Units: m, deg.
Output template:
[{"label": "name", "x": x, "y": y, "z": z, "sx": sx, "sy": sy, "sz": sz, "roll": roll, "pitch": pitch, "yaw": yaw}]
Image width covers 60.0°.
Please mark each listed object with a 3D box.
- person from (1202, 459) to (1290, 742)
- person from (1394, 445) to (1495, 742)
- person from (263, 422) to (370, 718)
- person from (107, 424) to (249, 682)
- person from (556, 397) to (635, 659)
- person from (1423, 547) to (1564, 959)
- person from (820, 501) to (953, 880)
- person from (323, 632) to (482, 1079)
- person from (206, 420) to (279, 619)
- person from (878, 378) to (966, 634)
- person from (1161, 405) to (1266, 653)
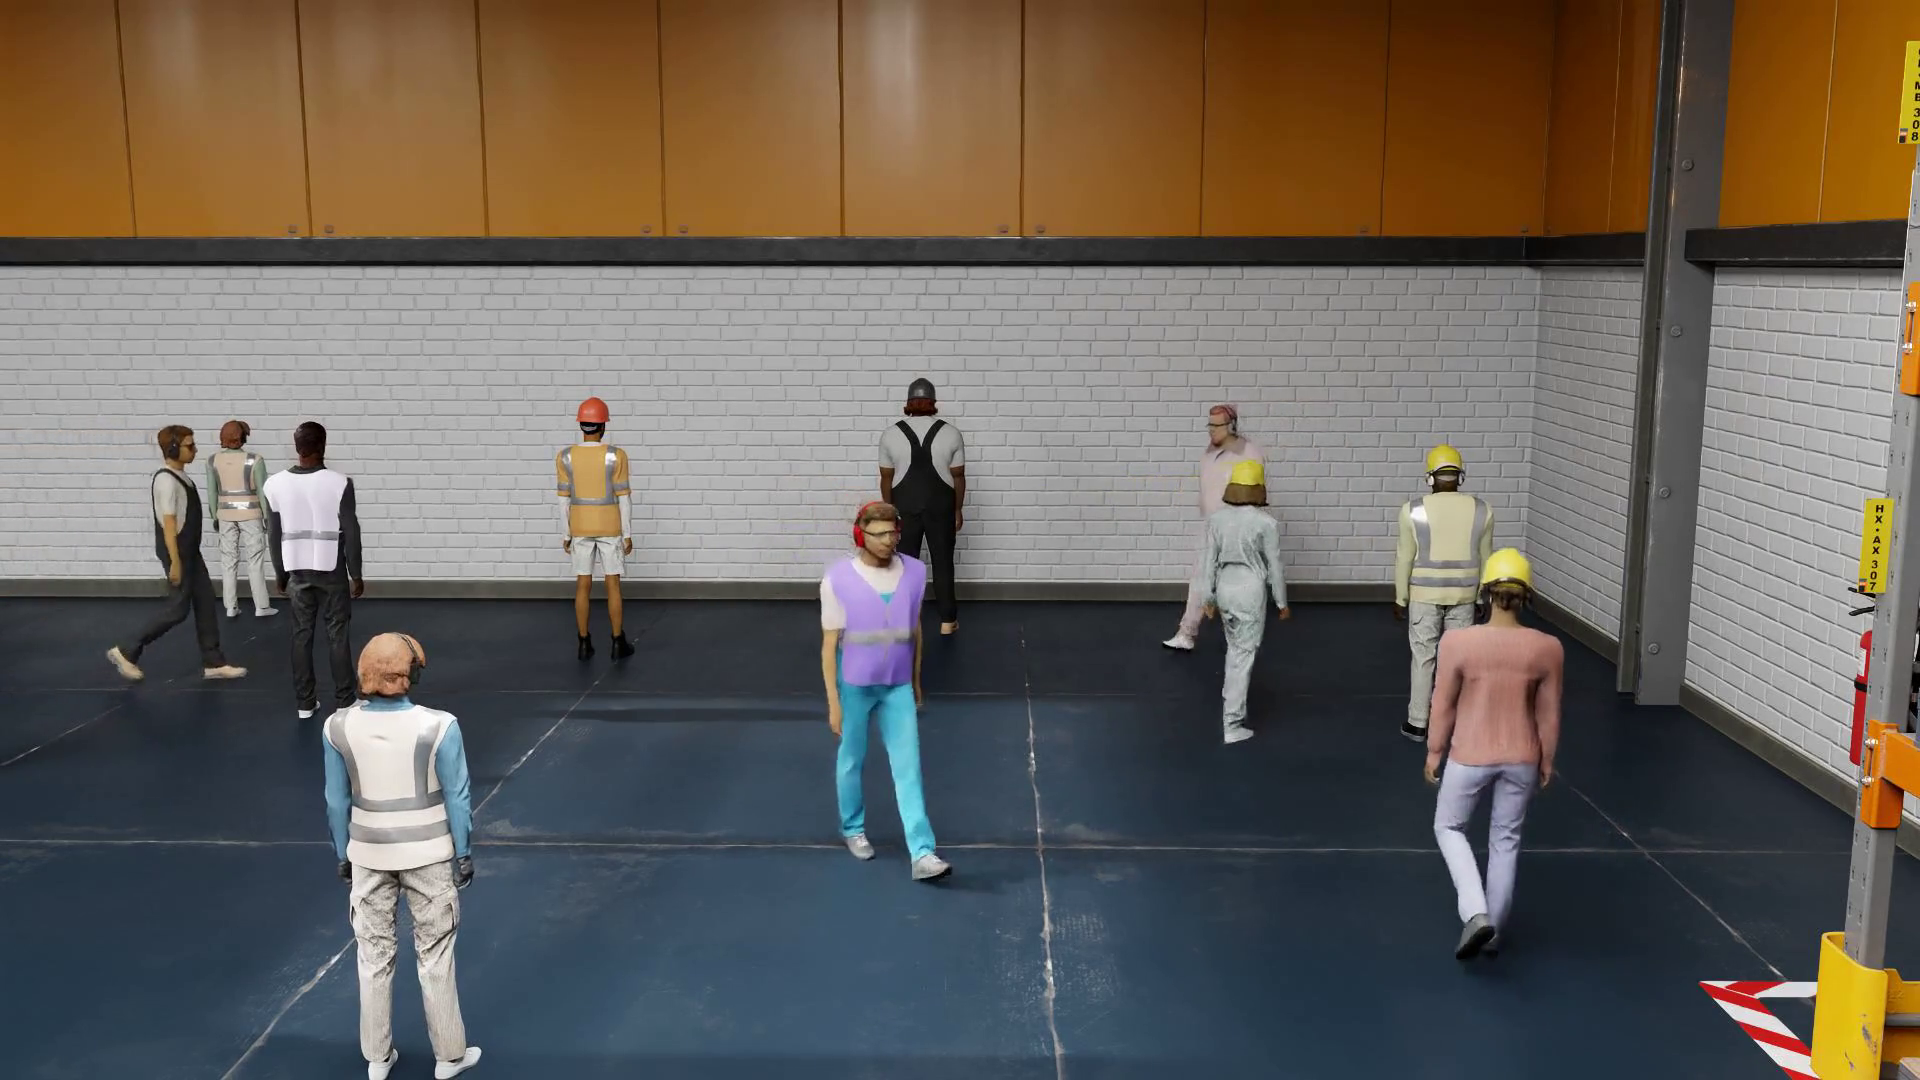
[{"label": "person", "x": 1.773, "y": 0.365, "z": 10.254, "sx": 0.497, "sy": 1.725, "sz": 0.621, "roll": 9, "pitch": 13, "yaw": 43}, {"label": "person", "x": 2.936, "y": 0.330, "z": 10.147, "sx": 0.586, "sy": 1.823, "sz": 0.403, "roll": 0, "pitch": 9, "yaw": 1}, {"label": "person", "x": -4.121, "y": 0.200, "z": 10.658, "sx": 0.589, "sy": 1.915, "sz": 0.393, "roll": 0, "pitch": 9, "yaw": 1}, {"label": "person", "x": -5.462, "y": 0.108, "z": 11.501, "sx": 0.810, "sy": 1.823, "sz": 0.513, "roll": -3, "pitch": 10, "yaw": -15}, {"label": "person", "x": -2.675, "y": -0.079, "z": 12.253, "sx": 0.542, "sy": 1.938, "sz": 0.358, "roll": 0, "pitch": 9, "yaw": 1}, {"label": "person", "x": 2.214, "y": 0.905, "z": 6.882, "sx": 0.546, "sy": 1.752, "sz": 0.492, "roll": 0, "pitch": 9, "yaw": 2}, {"label": "person", "x": -0.364, "y": 0.718, "z": 7.878, "sx": 0.590, "sy": 1.794, "sz": 0.946, "roll": -5, "pitch": 11, "yaw": -28}, {"label": "person", "x": -1.974, "y": 1.132, "z": 5.893, "sx": 0.511, "sy": 1.640, "sz": 0.308, "roll": 0, "pitch": 9, "yaw": 1}, {"label": "person", "x": -5.902, "y": -0.164, "z": 13.653, "sx": 0.511, "sy": 1.641, "sz": 0.308, "roll": 0, "pitch": 9, "yaw": 1}, {"label": "person", "x": -0.291, "y": -0.274, "z": 13.111, "sx": 0.678, "sy": 2.000, "sz": 0.537, "roll": 0, "pitch": 9, "yaw": 1}, {"label": "person", "x": 1.914, "y": -0.058, "z": 12.361, "sx": 0.933, "sy": 1.862, "sz": 0.642, "roll": -9, "pitch": 13, "yaw": -42}]
